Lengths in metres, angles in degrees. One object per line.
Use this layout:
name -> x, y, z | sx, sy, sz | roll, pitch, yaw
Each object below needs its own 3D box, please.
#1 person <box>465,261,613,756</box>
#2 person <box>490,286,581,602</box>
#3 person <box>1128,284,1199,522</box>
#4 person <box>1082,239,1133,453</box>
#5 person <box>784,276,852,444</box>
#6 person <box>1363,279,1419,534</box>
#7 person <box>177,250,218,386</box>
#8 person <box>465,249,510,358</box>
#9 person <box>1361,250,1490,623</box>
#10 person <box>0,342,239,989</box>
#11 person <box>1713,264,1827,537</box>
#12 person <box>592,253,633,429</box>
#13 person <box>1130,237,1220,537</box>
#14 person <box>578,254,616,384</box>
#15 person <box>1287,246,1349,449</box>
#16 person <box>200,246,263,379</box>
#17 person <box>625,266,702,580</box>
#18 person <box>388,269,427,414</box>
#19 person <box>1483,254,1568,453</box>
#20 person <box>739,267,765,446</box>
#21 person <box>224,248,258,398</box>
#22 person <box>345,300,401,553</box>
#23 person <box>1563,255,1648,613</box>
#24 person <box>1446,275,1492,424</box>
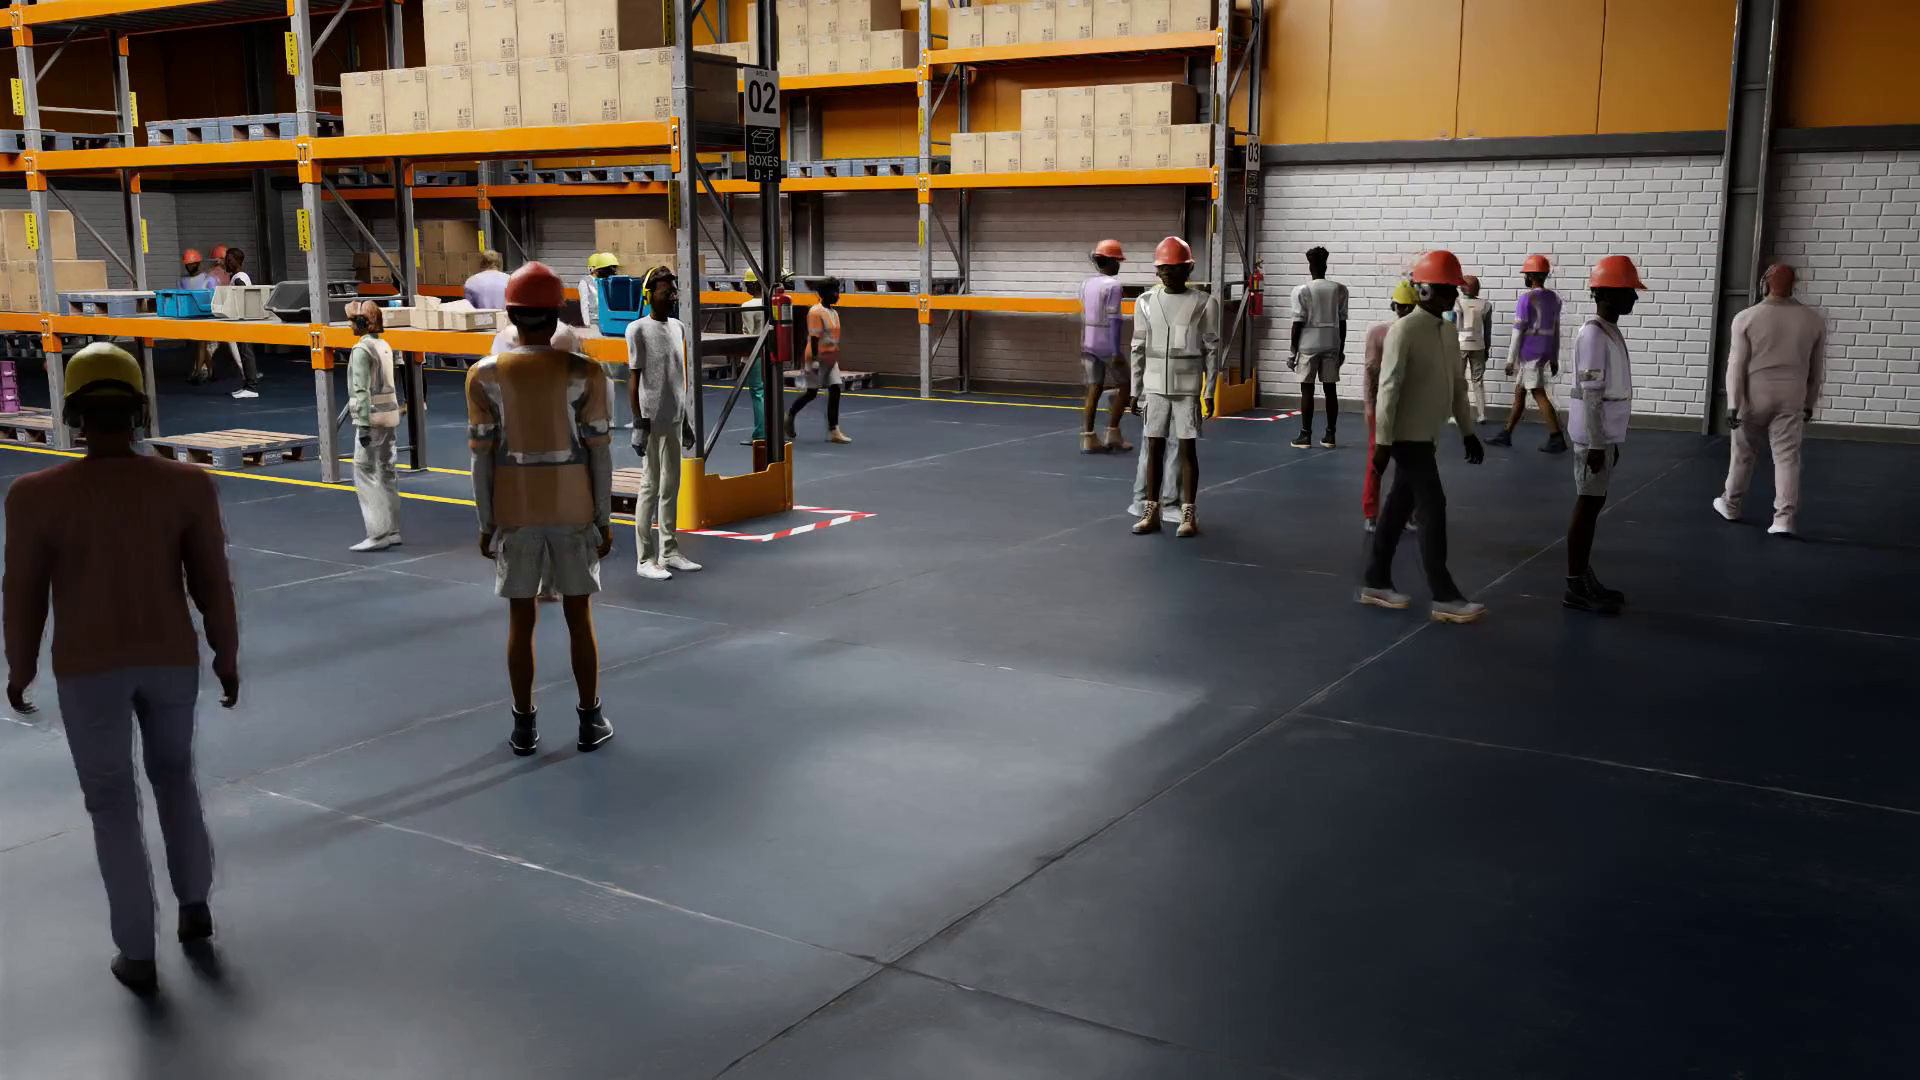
person -> -1.635, -0.113, 6.543 | 0.542, 1.938, 0.358 | -2, 10, -9
person -> -2.413, -0.563, 9.349 | 0.440, 1.821, 0.716 | 5, 11, 25
person -> 1.490, -0.981, 12.019 | 0.337, 1.707, 0.618 | -7, 12, -35
person -> 1.428, -1.826, 15.796 | 0.647, 2.020, 0.654 | -5, 12, -28
person -> -1.448, -1.805, 16.651 | 0.760, 1.670, 0.536 | 5, 11, 26
person -> 3.037, -0.916, 11.491 | 0.522, 1.761, 0.327 | -2, 10, -9
person -> -10.674, -3.097, 23.239 | 0.577, 1.881, 0.994 | 1, 10, 4
person -> -5.476, -2.461, 19.614 | 0.649, 1.907, 0.823 | -1, 10, -7
person -> 2.562, -0.554, 8.911 | 0.909, 1.952, 0.633 | 8, 13, 38
person -> -2.279, 0.342, 4.543 | 0.542, 1.748, 0.443 | -9, 14, -41
person -> 5.631, -0.979, 11.572 | 0.672, 1.848, 1.014 | 1, 10, 6
person -> -3.686, -2.121, 17.837 | 0.761, 1.876, 0.604 | 3, 11, 16
person -> 1.447, -1.035, 11.359 | 0.615, 2.041, 0.379 | 5, 11, 24
person -> -5.033, -3.057, 23.142 | 0.403, 1.834, 0.588 | 5, 11, 25
person -> 3.475, -1.865, 16.191 | 0.600, 1.958, 0.378 | -2, 11, -13
person -> -10.753, -3.298, 24.218 | 1.034, 1.946, 0.611 | 0, 10, -2
person -> -1.780, -0.704, 10.007 | 0.313, 1.869, 0.538 | 5, 12, 28
person -> -6.460, -2.317, 19.432 | 0.319, 1.692, 0.533 | 5, 11, 24
person -> 5.516, -1.793, 16.005 | 0.558, 1.890, 0.977 | -8, 13, -37
person -> -1.998, -1.813, 16.441 | 0.315, 1.769, 0.525 | 5, 12, 28
person -> -9.276, -2.801, 21.487 | 0.384, 1.920, 0.596 | -5, 11, -25
person -> -3.831, -0.745, 10.888 | 0.323, 1.631, 0.534 | 0, 10, -1
person -> 3.524, -0.580, 9.123 | 0.351, 1.941, 0.545 | 5, 12, 27
person -> 5.562, -2.080, 18.276 | 0.563, 1.640, 0.372 | -1, 10, -5
